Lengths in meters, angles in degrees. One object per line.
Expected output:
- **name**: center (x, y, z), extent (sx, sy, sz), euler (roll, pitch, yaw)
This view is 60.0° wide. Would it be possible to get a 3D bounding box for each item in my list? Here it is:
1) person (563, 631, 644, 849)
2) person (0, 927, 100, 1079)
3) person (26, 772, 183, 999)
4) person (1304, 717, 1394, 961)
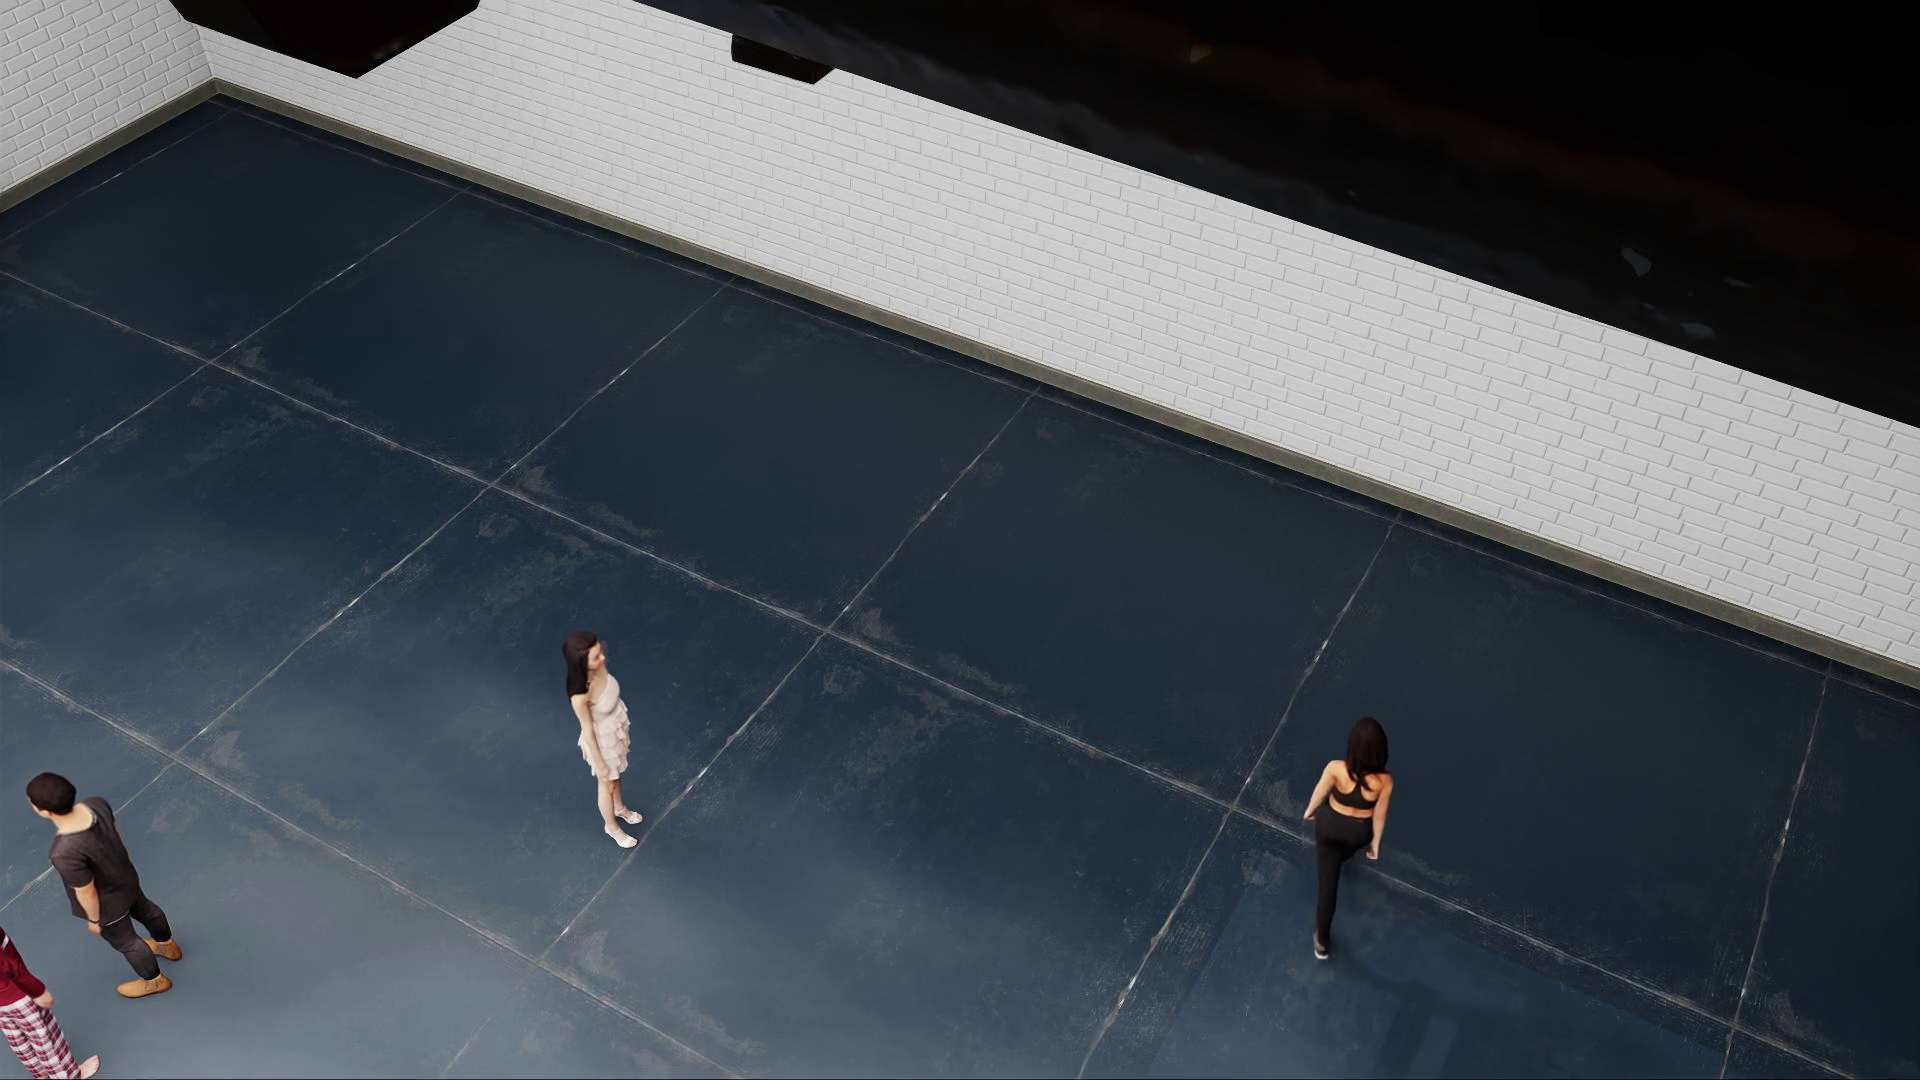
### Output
- **person**: center (-2.053, 1.141, 9.565), extent (0.704, 1.736, 0.590), euler (4, 44, 4)
- **person**: center (-4.857, 2.254, 8.427), extent (0.641, 1.696, 0.538), euler (16, 46, 16)
- **person**: center (-4.549, 1.829, 8.858), extent (0.770, 1.716, 0.652), euler (1, 44, 1)
- **person**: center (2.106, 1.662, 9.114), extent (0.807, 1.604, 1.160), euler (8, 44, 9)
